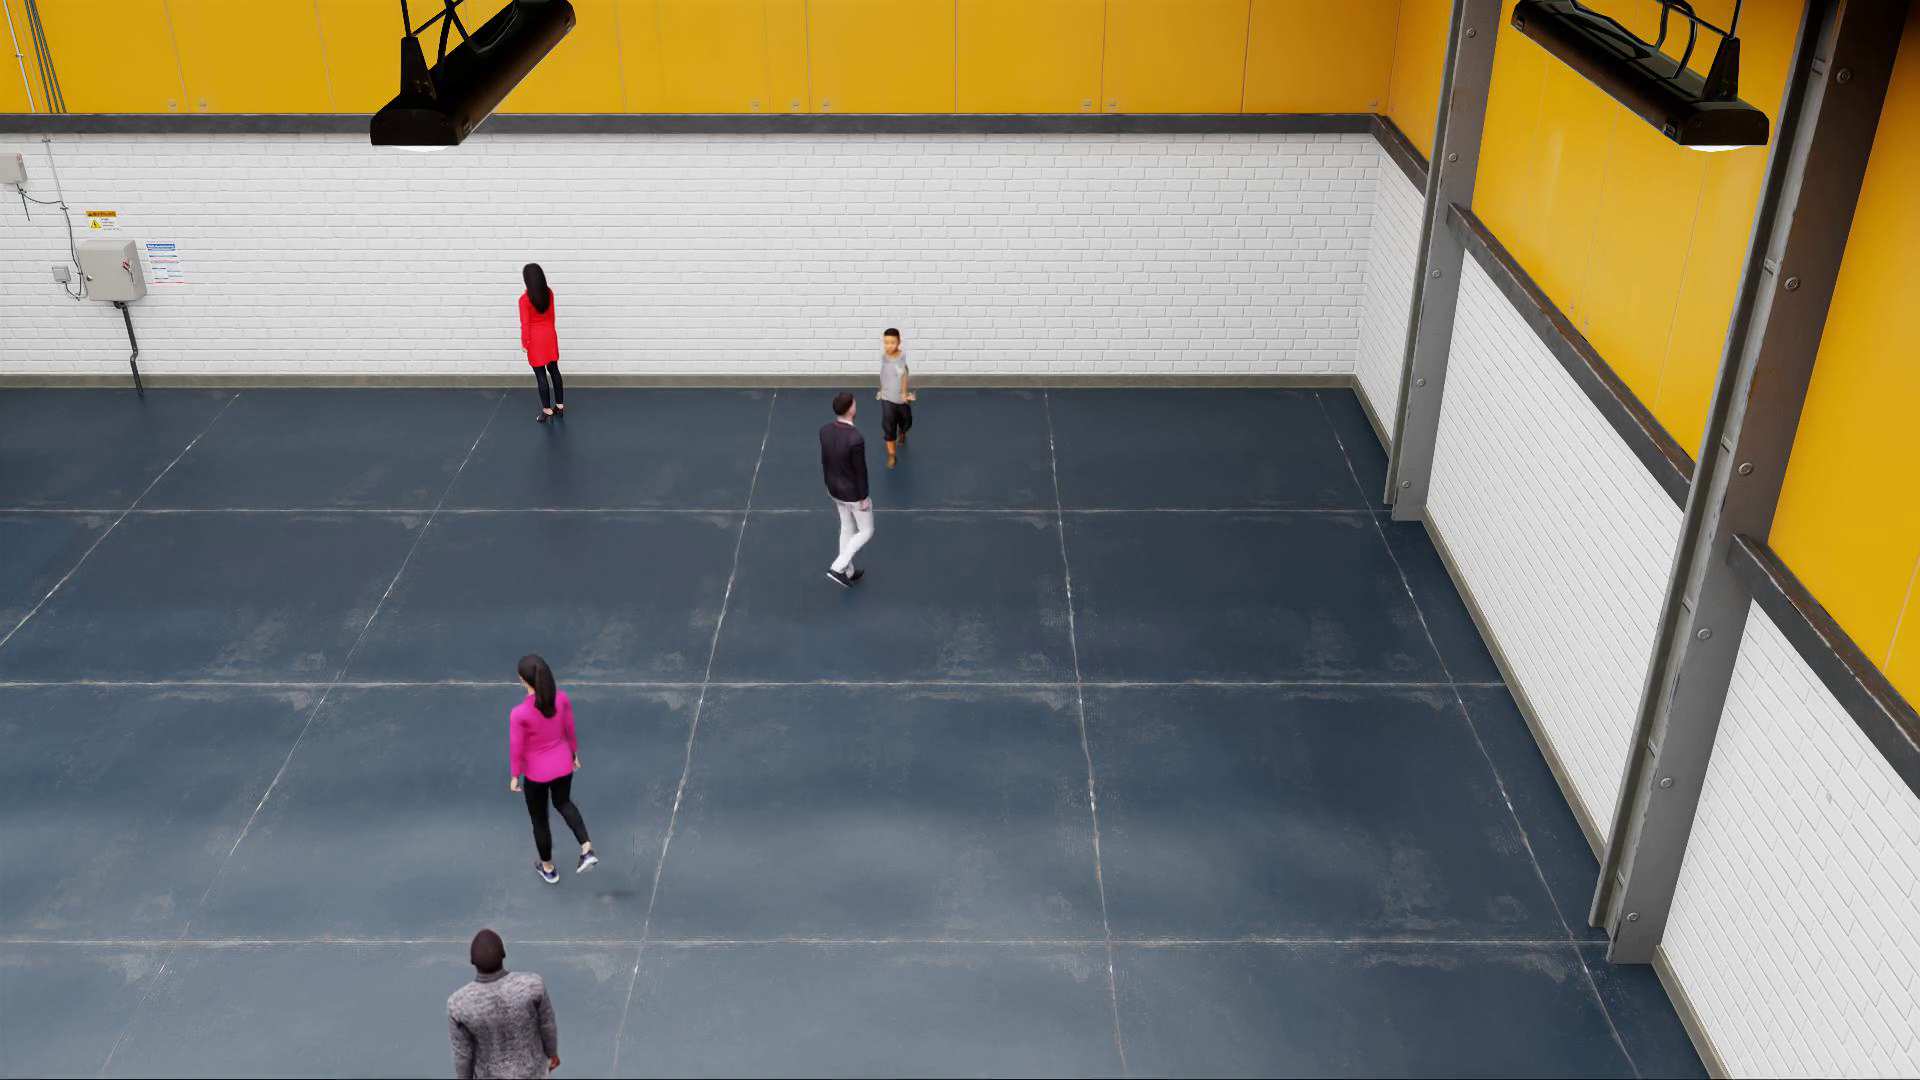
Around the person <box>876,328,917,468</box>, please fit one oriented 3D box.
[{"bbox_3d":[-0.647,-1.518,16.743,0.571,1.442,0.871,1,29,1],"label":"person"}]

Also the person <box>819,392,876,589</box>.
[{"bbox_3d":[-1.017,-0.373,14.240,0.878,1.829,0.938,23,36,36],"label":"person"}]

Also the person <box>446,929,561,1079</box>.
[{"bbox_3d":[-2.302,2.733,8.536,0.761,1.838,0.716,-13,31,-22],"label":"person"}]

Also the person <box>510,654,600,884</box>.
[{"bbox_3d":[-2.633,1.540,10.884,0.936,1.683,0.877,21,35,33],"label":"person"}]

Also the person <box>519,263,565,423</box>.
[{"bbox_3d":[-4.390,-2.078,17.449,0.791,1.749,0.713,18,33,30],"label":"person"}]
